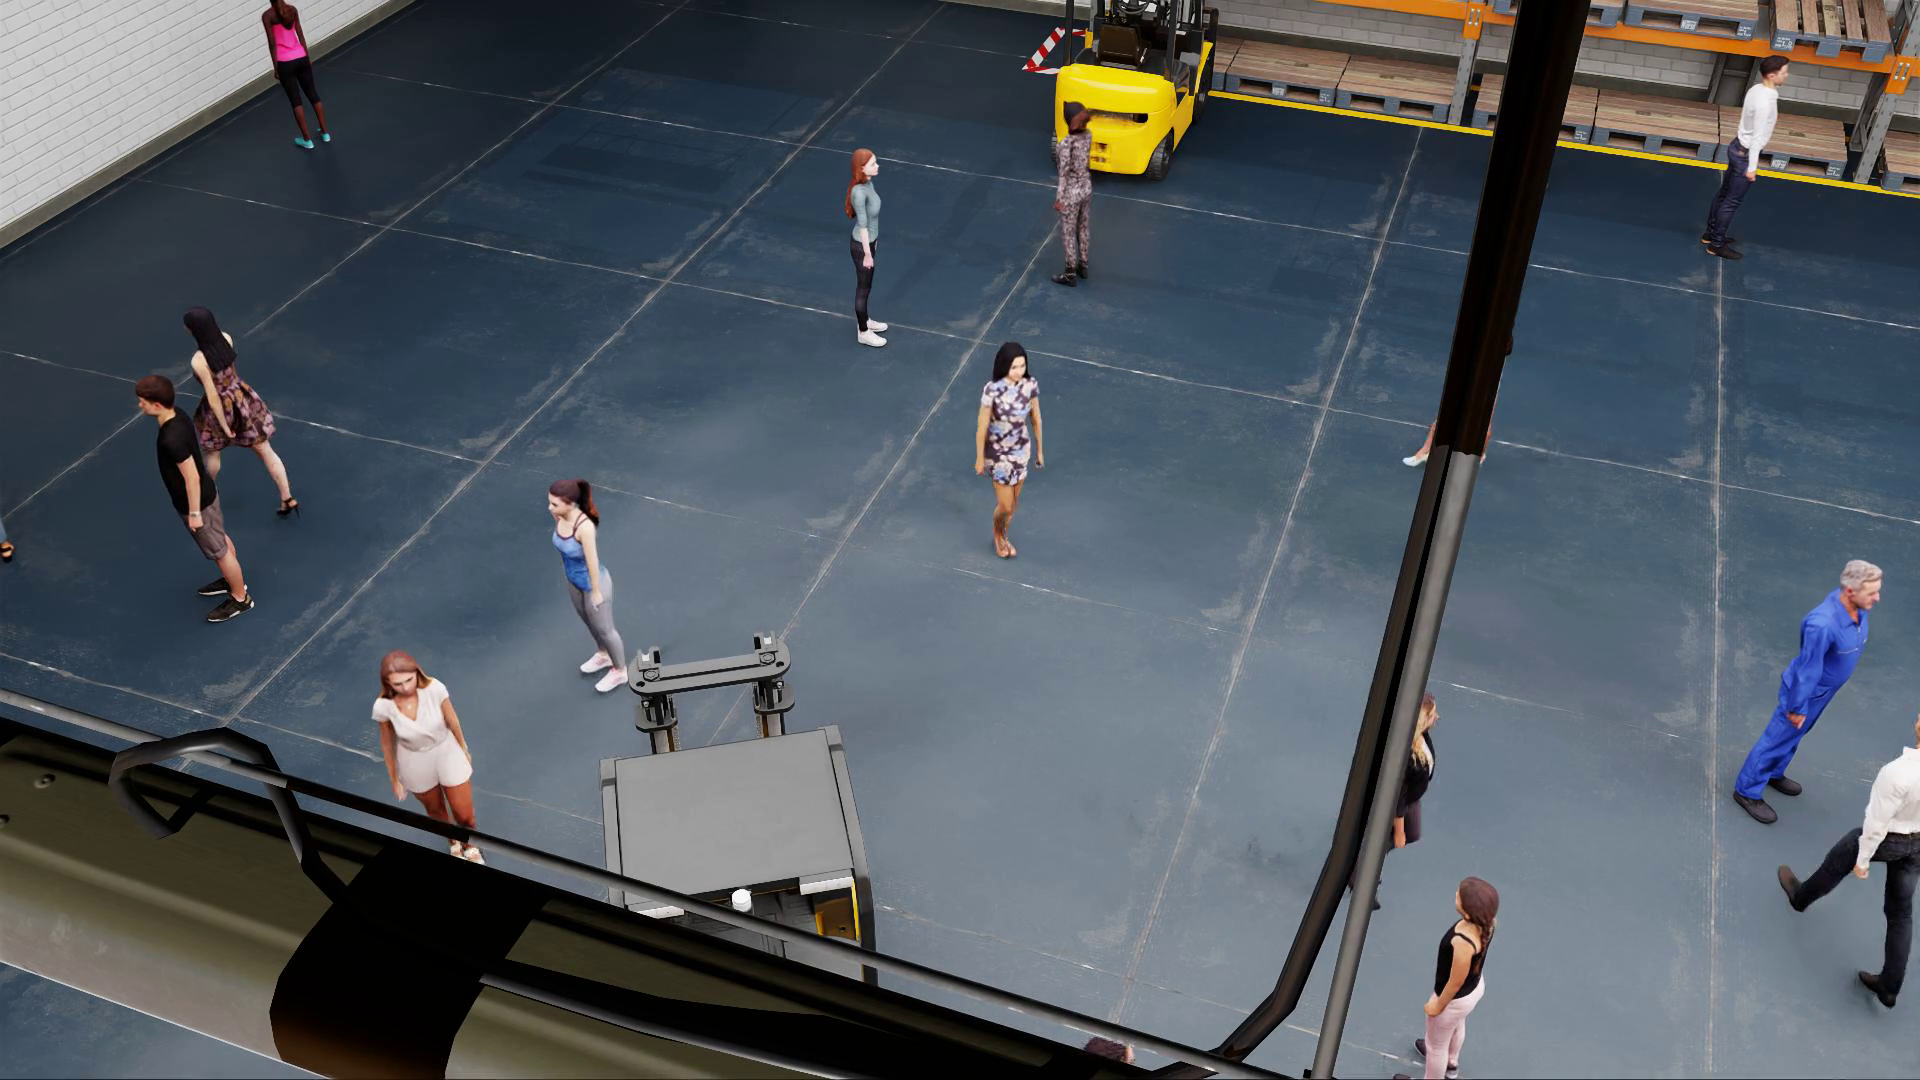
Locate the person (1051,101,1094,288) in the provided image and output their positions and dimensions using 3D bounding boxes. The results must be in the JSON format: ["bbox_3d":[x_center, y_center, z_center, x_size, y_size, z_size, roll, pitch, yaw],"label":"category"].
[{"bbox_3d":[1.009,-3.040,14.605,0.643,1.714,0.640,30,47,32],"label":"person"}]

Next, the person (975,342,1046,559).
[{"bbox_3d":[0.299,-0.649,11.602,0.731,1.725,0.779,-19,42,-22],"label":"person"}]

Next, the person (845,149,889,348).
[{"bbox_3d":[-0.786,-2.442,13.833,0.634,1.743,0.649,2,39,2],"label":"person"}]

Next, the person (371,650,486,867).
[{"bbox_3d":[-2.974,1.196,9.327,0.719,1.681,0.786,-13,40,-16],"label":"person"}]

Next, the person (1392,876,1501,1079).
[{"bbox_3d":[2.432,2.205,8.158,0.600,1.563,0.602,28,46,30],"label":"person"}]

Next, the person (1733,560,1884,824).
[{"bbox_3d":[4.929,0.842,9.654,0.788,1.827,0.738,-30,48,-32],"label":"person"}]

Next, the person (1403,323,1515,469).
[{"bbox_3d":[3.895,-1.145,12.321,0.951,1.604,0.820,-7,39,-8],"label":"person"}]

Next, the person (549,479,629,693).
[{"bbox_3d":[-2.347,0.260,10.562,0.701,1.604,0.602,-28,47,-31],"label":"person"}]

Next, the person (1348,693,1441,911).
[{"bbox_3d":[2.263,1.418,9.064,0.579,1.664,0.625,18,42,21],"label":"person"}]

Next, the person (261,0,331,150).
[{"bbox_3d":[-6.759,-4.830,16.840,0.660,1.723,0.636,31,48,33],"label":"person"}]

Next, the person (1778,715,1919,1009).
[{"bbox_3d":[4.899,1.645,8.643,1.247,1.835,1.117,-5,39,-6],"label":"person"}]

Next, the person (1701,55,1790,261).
[{"bbox_3d":[7.092,-3.491,15.047,0.616,1.868,0.635,9,39,11],"label":"person"}]

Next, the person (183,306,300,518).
[{"bbox_3d":[-5.111,-0.873,11.880,1.108,1.728,0.618,13,40,15],"label":"person"}]

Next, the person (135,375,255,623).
[{"bbox_3d":[-5.082,-0.296,11.051,0.823,1.861,0.754,-17,42,-21],"label":"person"}]

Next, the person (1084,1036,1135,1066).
[{"bbox_3d":[0.509,2.790,7.407,1.169,1.587,1.156,-19,42,-22],"label":"person"}]
